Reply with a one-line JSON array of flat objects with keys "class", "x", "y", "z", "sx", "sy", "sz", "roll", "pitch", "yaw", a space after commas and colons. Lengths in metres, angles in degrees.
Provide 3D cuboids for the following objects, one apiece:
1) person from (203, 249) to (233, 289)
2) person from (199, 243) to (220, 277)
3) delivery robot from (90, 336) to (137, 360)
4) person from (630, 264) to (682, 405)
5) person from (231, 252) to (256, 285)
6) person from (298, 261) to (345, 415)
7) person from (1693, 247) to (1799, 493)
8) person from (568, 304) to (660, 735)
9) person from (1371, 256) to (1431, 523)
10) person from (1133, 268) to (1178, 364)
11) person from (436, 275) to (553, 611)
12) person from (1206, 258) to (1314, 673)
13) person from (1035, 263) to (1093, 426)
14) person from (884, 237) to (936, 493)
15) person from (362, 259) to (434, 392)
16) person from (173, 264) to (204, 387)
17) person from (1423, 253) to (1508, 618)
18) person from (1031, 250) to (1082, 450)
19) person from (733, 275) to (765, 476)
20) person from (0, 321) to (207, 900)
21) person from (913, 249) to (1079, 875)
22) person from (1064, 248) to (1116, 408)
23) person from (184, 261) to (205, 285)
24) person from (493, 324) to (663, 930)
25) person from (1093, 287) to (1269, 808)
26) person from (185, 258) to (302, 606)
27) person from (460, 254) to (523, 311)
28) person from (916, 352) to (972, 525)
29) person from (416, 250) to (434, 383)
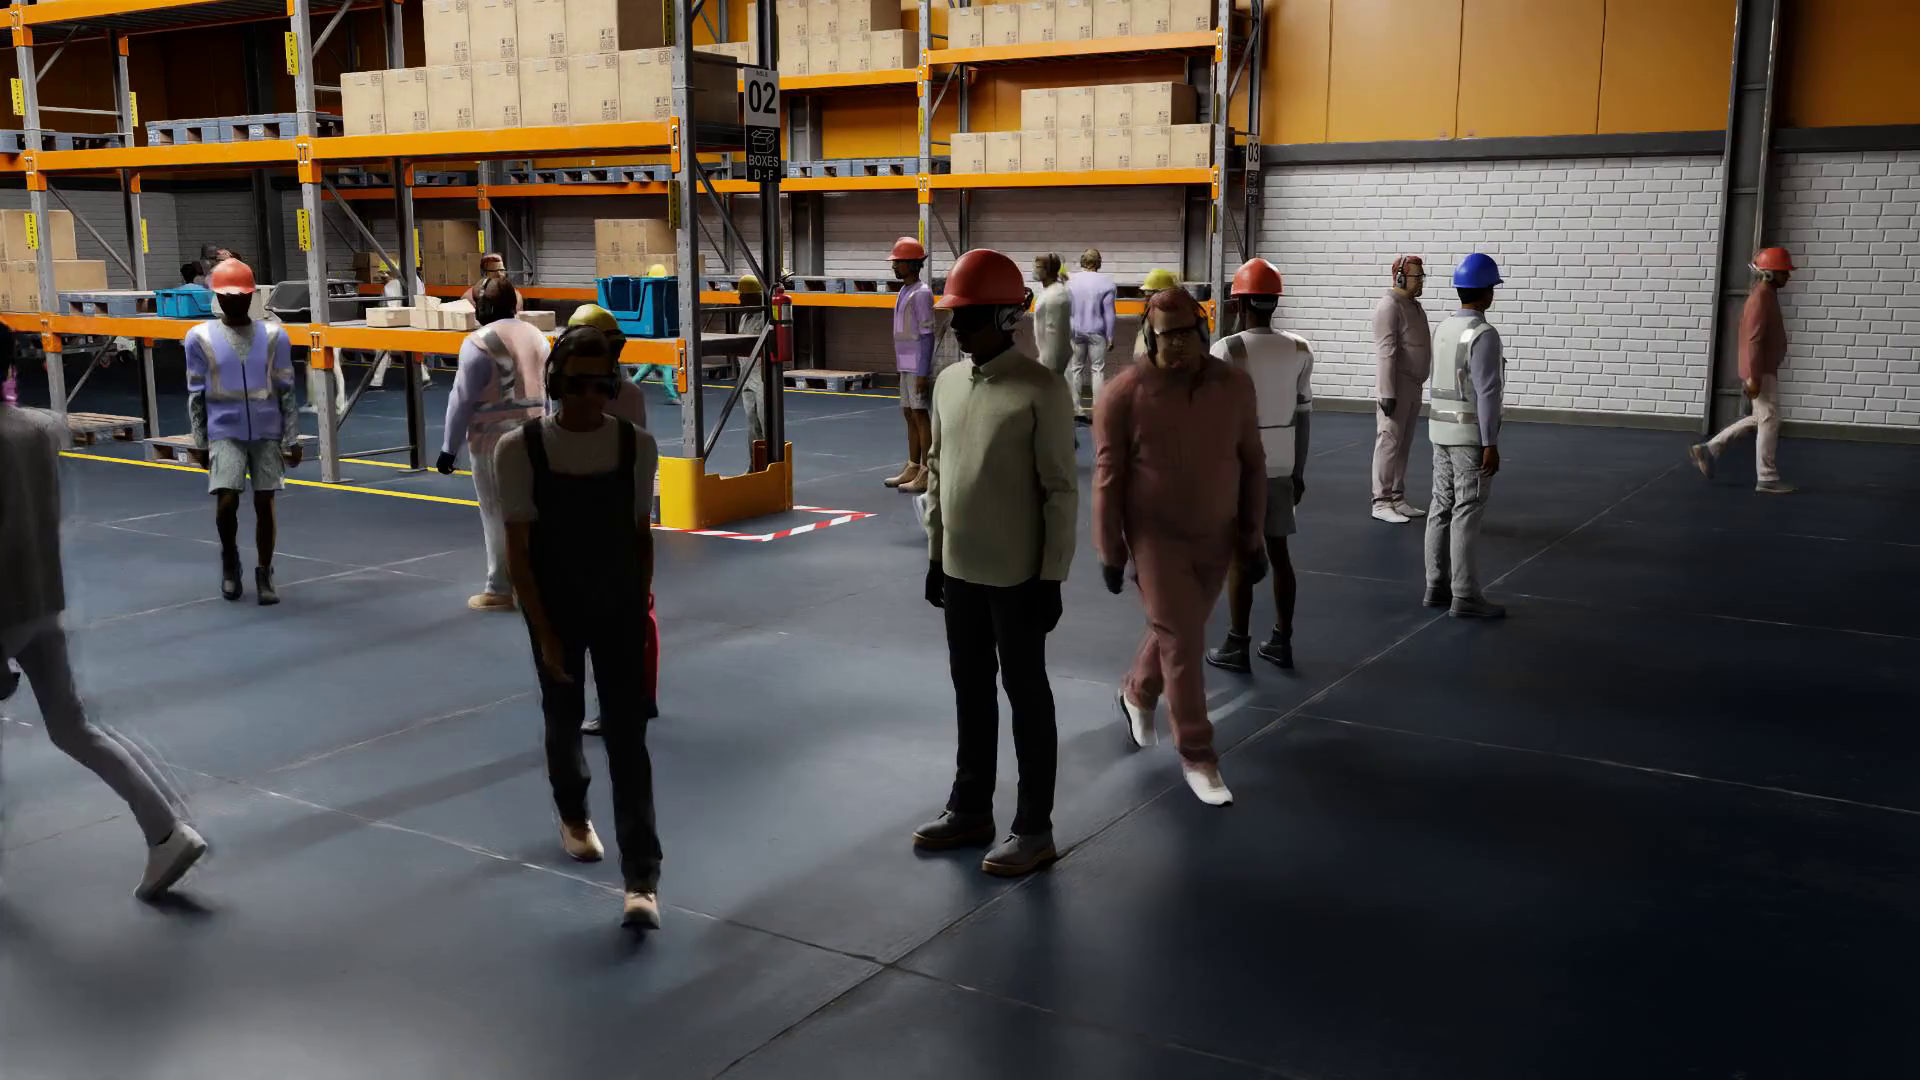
[{"class": "person", "x": -9.388, "y": -2.769, "z": 21.366, "sx": 0.669, "sy": 1.902, "sz": 0.446, "roll": -1, "pitch": 10, "yaw": -4}, {"class": "person", "x": -10.645, "y": -3.276, "z": 23.785, "sx": 0.913, "sy": 2.000, "sz": 0.735, "roll": 0, "pitch": 10, "yaw": -2}, {"class": "delivery robot", "x": -13.547, "y": -3.105, "z": 26.694, "sx": 0.707, "sy": 0.478, "sz": 0.477, "roll": 0, "pitch": 10, "yaw": -2}, {"class": "person", "x": -3.780, "y": -2.520, "z": 20.431, "sx": 0.824, "sy": 1.736, "sz": 0.523, "roll": 1, "pitch": 10, "yaw": 5}, {"class": "person", "x": -11.805, "y": -3.787, "z": 27.223, "sx": 0.651, "sy": 1.818, "sz": 0.732, "roll": -6, "pitch": 12, "yaw": -30}, {"class": "person", "x": -7.435, "y": -2.368, "z": 19.308, "sx": 0.798, "sy": 1.842, "sz": 0.523, "roll": 6, "pitch": 12, "yaw": 32}, {"class": "person", "x": 6.419, "y": -1.375, "z": 13.442, "sx": 0.739, "sy": 1.971, "sz": 0.628, "roll": 5, "pitch": 11, "yaw": 27}, {"class": "person", "x": -1.446, "y": -0.077, "z": 6.829, "sx": 0.329, "sy": 1.765, "sz": 0.526, "roll": 3, "pitch": 11, "yaw": 15}, {"class": "person", "x": 3.203, "y": -1.086, "z": 12.020, "sx": 0.409, "sy": 1.907, "sz": 0.651, "roll": 7, "pitch": 12, "yaw": 33}, {"class": "person", "x": 1.683, "y": -1.328, "z": 13.669, "sx": 0.873, "sy": 1.805, "sz": 0.595, "roll": -1, "pitch": 10, "yaw": -3}, {"class": "person", "x": -2.488, "y": -0.512, "z": 9.041, "sx": 0.447, "sy": 1.833, "sz": 0.651, "roll": 4, "pitch": 11, "yaw": 22}, {"class": "person", "x": 1.376, "y": -0.345, "z": 7.829, "sx": 0.552, "sy": 1.935, "sz": 0.373, "roll": -4, "pitch": 11, "yaw": -22}, {"class": "person", "x": 1.090, "y": -2.136, "z": 18.220, "sx": 0.677, "sy": 1.779, "sz": 0.636, "roll": 0, "pitch": 10, "yaw": -1}, {"class": "person", "x": -0.396, "y": -1.402, "z": 13.388, "sx": 0.391, "sy": 2.045, "sz": 0.608, "roll": -3, "pitch": 11, "yaw": -18}, {"class": "person", "x": -7.529, "y": -2.860, "z": 22.219, "sx": 0.925, "sy": 1.782, "sz": 0.589, "roll": -1, "pitch": 10, "yaw": -3}, {"class": "person", "x": -10.594, "y": -2.960, "z": 22.989, "sx": 0.532, "sy": 1.696, "sz": 0.319, "roll": -8, "pitch": 13, "yaw": -37}, {"class": "person", "x": 2.730, "y": -0.559, "z": 8.975, "sx": 0.378, "sy": 1.951, "sz": 0.608, "roll": -2, "pitch": 10, "yaw": -12}, {"class": "person", "x": 0.777, "y": -1.575, "z": 14.658, "sx": 0.423, "sy": 1.927, "sz": 0.645, "roll": 0, "pitch": 10, "yaw": 3}, {"class": "person", "x": -1.694, "y": -1.313, "z": 13.741, "sx": 0.313, "sy": 1.740, "sz": 0.486, "roll": -7, "pitch": 12, "yaw": -34}, {"class": "person", "x": -2.794, "y": 0.221, "z": 4.996, "sx": 0.921, "sy": 1.841, "sz": 0.528, "roll": 2, "pitch": 10, "yaw": 9}, {"class": "person", "x": 0.097, "y": 0.075, "z": 5.344, "sx": 0.397, "sy": 1.992, "sz": 0.621, "roll": -9, "pitch": 14, "yaw": -42}, {"class": "person", "x": 1.442, "y": -2.300, "z": 18.686, "sx": 0.635, "sy": 1.932, "sz": 0.370, "roll": 3, "pitch": 11, "yaw": 17}, {"class": "person", "x": -13.843, "y": -4.241, "z": 30.256, "sx": 0.276, "sy": 1.633, "sz": 0.507, "roll": 8, "pitch": 13, "yaw": 39}, {"class": "person", "x": -1.147, "y": 0.236, "z": 5.078, "sx": 0.488, "sy": 1.785, "sz": 1.057, "roll": -3, "pitch": 11, "yaw": -18}, {"class": "person", "x": 0.795, "y": -0.024, "z": 6.273, "sx": 0.635, "sy": 1.863, "sz": 0.962, "roll": -4, "pitch": 11, "yaw": -21}, {"class": "person", "x": -3.937, "y": -0.582, "z": 9.191, "sx": 0.546, "sy": 1.925, "sz": 0.396, "roll": -6, "pitch": 12, "yaw": -30}, {"class": "person", "x": -4.126, "y": -1.587, "z": 14.839, "sx": 0.395, "sy": 1.900, "sz": 0.637, "roll": 9, "pitch": 13, "yaw": 39}, {"class": "person", "x": 0.128, "y": -0.890, "z": 11.091, "sx": 0.770, "sy": 1.849, "sz": 0.540, "roll": -1, "pitch": 10, "yaw": -7}, {"class": "person", "x": -7.559, "y": -3.081, "z": 23.044, "sx": 0.379, "sy": 1.915, "sz": 0.597, "roll": -2, "pitch": 10, "yaw": -8}]
